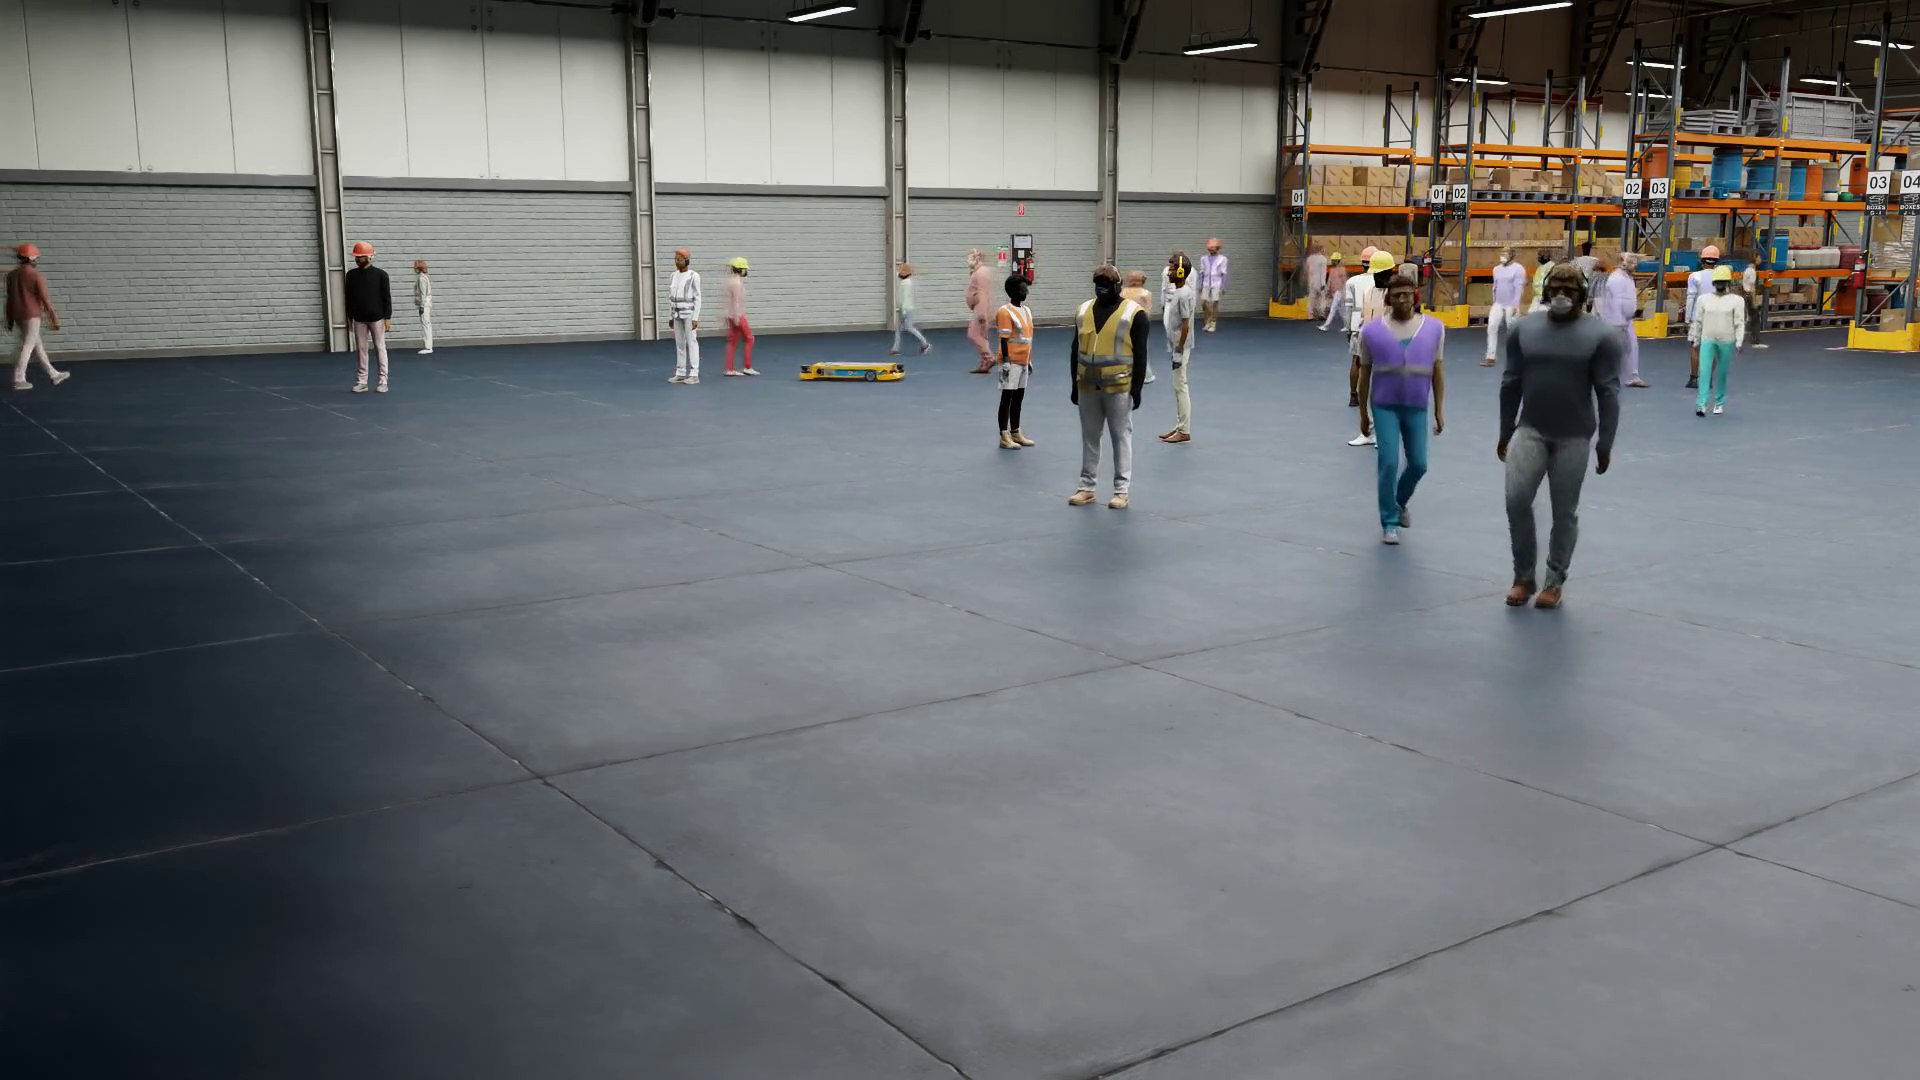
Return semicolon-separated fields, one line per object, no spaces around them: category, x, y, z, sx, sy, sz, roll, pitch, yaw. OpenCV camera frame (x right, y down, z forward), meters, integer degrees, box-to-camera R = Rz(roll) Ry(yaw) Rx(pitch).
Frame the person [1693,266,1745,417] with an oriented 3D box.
person;8.717;-2.280;19.129;0.542;1.712;0.903;6;12;30

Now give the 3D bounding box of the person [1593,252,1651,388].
person;8.997;-3.026;22.879;0.950;1.862;0.647;9;14;42

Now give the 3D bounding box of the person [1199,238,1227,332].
person;5.420;-5.485;35.850;0.635;2.029;0.524;6;12;28

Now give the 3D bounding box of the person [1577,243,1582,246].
person;15.942;-6.702;42.927;0.339;1.882;0.584;-7;13;-34

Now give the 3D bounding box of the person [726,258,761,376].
person;-3.185;-3.285;24.552;0.649;1.741;0.560;-2;11;-12

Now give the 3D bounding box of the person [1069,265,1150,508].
person;1.111;-1.164;12.687;0.619;1.845;0.430;6;12;31

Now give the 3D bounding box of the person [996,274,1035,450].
person;0.543;-1.738;16.226;0.318;1.699;0.535;6;12;29

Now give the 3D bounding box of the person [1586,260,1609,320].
person;13.192;-4.997;34.428;0.532;1.565;0.867;-8;13;-38

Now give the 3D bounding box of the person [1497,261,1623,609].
person;3.249;-0.552;9.104;0.667;1.919;0.583;7;12;33

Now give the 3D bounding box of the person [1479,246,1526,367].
person;8.580;-3.678;26.293;0.840;1.909;0.647;-7;13;-34

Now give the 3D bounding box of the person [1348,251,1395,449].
person;4.094;-1.847;16.217;0.380;1.919;0.585;-7;12;-34

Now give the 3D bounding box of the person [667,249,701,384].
person;-3.879;-3.132;23.365;0.576;1.883;0.355;8;13;36

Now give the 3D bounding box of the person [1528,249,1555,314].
person;11.318;-4.732;32.307;0.453;1.829;0.628;0;10;0

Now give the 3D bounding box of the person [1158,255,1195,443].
person;2.184;-1.909;16.692;0.328;1.872;0.513;1;10;4

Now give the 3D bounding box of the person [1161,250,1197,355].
person;3.762;-4.078;28.695;0.625;1.829;0.440;4;11;20

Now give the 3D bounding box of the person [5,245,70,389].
person;-12.637;-3.048;22.725;0.647;1.938;1.015;4;11;22

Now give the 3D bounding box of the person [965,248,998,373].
person;0.278;-3.423;24.961;0.414;1.880;0.717;0;10;-1

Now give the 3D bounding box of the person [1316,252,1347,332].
person;8.133;-5.369;36.073;0.924;1.710;0.541;-4;11;-19

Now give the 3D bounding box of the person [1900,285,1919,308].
person;19.216;-4.983;33.396;0.625;1.931;0.374;5;11;23

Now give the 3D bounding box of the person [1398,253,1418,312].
person;11.499;-6.537;42.713;0.507;1.631;0.268;5;11;25

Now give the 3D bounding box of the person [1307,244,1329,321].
person;8.801;-6.295;40.709;0.690;1.885;0.659;-7;12;-34

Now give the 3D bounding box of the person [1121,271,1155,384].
person;2.424;-2.929;23.057;0.511;1.586;0.871;6;12;32

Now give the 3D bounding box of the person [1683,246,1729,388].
person;10.151;-3.023;22.658;0.560;1.931;0.435;1;10;7

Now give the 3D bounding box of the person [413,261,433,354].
person;-9.475;-4.103;29.359;0.306;1.637;0.523;-3;11;-14

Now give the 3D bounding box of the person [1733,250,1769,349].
person;14.465;-4.428;30.678;0.890;1.817;0.519;6;12;29

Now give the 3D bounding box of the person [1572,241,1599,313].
person;13.921;-5.670;37.081;0.628;1.943;0.588;4;11;23

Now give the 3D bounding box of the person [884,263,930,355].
person;-0.913;-4.020;28.988;0.756;1.604;0.507;-2;11;-12

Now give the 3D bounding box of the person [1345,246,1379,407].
person;4.933;-2.570;20.129;0.545;1.939;0.354;6;12;30

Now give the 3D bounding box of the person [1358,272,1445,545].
person;2.975;-0.896;11.257;0.584;1.822;0.520;1;10;3

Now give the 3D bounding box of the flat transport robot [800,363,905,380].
flat transport robot;-1.547;-2.445;24.014;1.431;0.197;0.652;1;10;7

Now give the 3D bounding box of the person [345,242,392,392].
person;-7.847;-2.948;22.058;0.612;1.990;0.392;1;10;7
